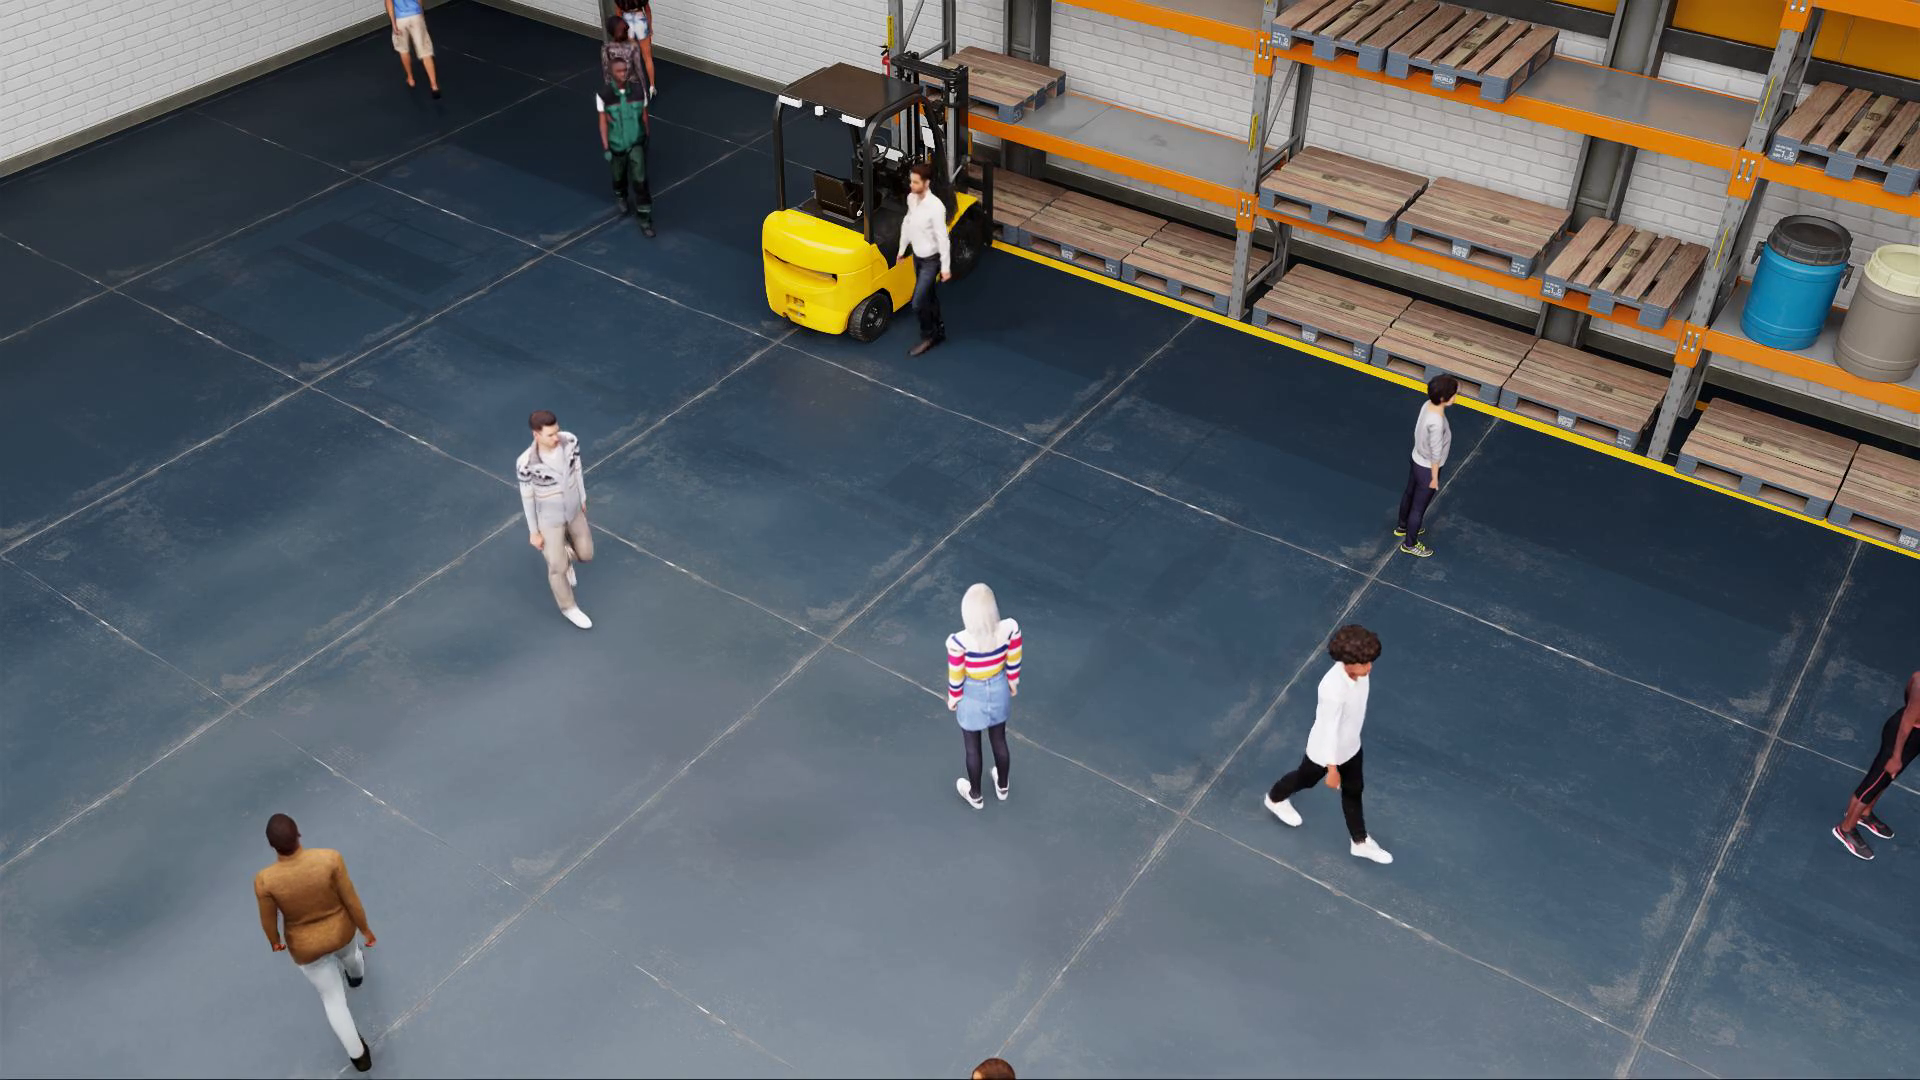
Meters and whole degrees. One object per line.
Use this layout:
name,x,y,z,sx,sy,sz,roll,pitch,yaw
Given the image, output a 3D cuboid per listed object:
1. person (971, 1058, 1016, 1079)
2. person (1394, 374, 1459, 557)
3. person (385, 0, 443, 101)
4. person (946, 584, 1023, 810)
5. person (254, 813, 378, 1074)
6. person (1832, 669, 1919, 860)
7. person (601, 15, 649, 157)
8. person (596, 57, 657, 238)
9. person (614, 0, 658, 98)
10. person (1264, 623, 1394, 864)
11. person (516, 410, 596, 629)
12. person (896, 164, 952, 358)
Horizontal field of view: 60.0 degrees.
person,0.160,3.043,8.105,0.762,1.683,0.665,-13,40,-16
person,3.571,-0.596,12.766,0.646,1.554,0.618,0,39,0
person,-6.389,-6.038,19.355,1.043,1.834,1.286,-16,41,-19
person,0.154,0.993,10.573,0.721,1.807,0.728,-13,40,-16
person,-3.447,2.232,9.047,1.000,1.776,1.210,-18,42,-21
person,5.865,1.216,10.333,0.633,1.758,0.614,-27,46,-29
person,-3.579,-4.759,17.863,0.941,1.697,1.063,-9,40,-11
person,-3.417,-4.023,16.861,1.119,1.798,1.301,-13,40,-16
person,-3.785,-5.934,19.390,0.663,1.627,0.723,-6,39,-8
person,2.252,1.217,10.328,1.154,1.762,0.716,28,46,30
person,-2.969,-0.220,12.067,0.910,1.838,0.761,31,48,33
person,-0.219,-2.548,14.970,0.875,1.852,0.769,-23,44,-26
